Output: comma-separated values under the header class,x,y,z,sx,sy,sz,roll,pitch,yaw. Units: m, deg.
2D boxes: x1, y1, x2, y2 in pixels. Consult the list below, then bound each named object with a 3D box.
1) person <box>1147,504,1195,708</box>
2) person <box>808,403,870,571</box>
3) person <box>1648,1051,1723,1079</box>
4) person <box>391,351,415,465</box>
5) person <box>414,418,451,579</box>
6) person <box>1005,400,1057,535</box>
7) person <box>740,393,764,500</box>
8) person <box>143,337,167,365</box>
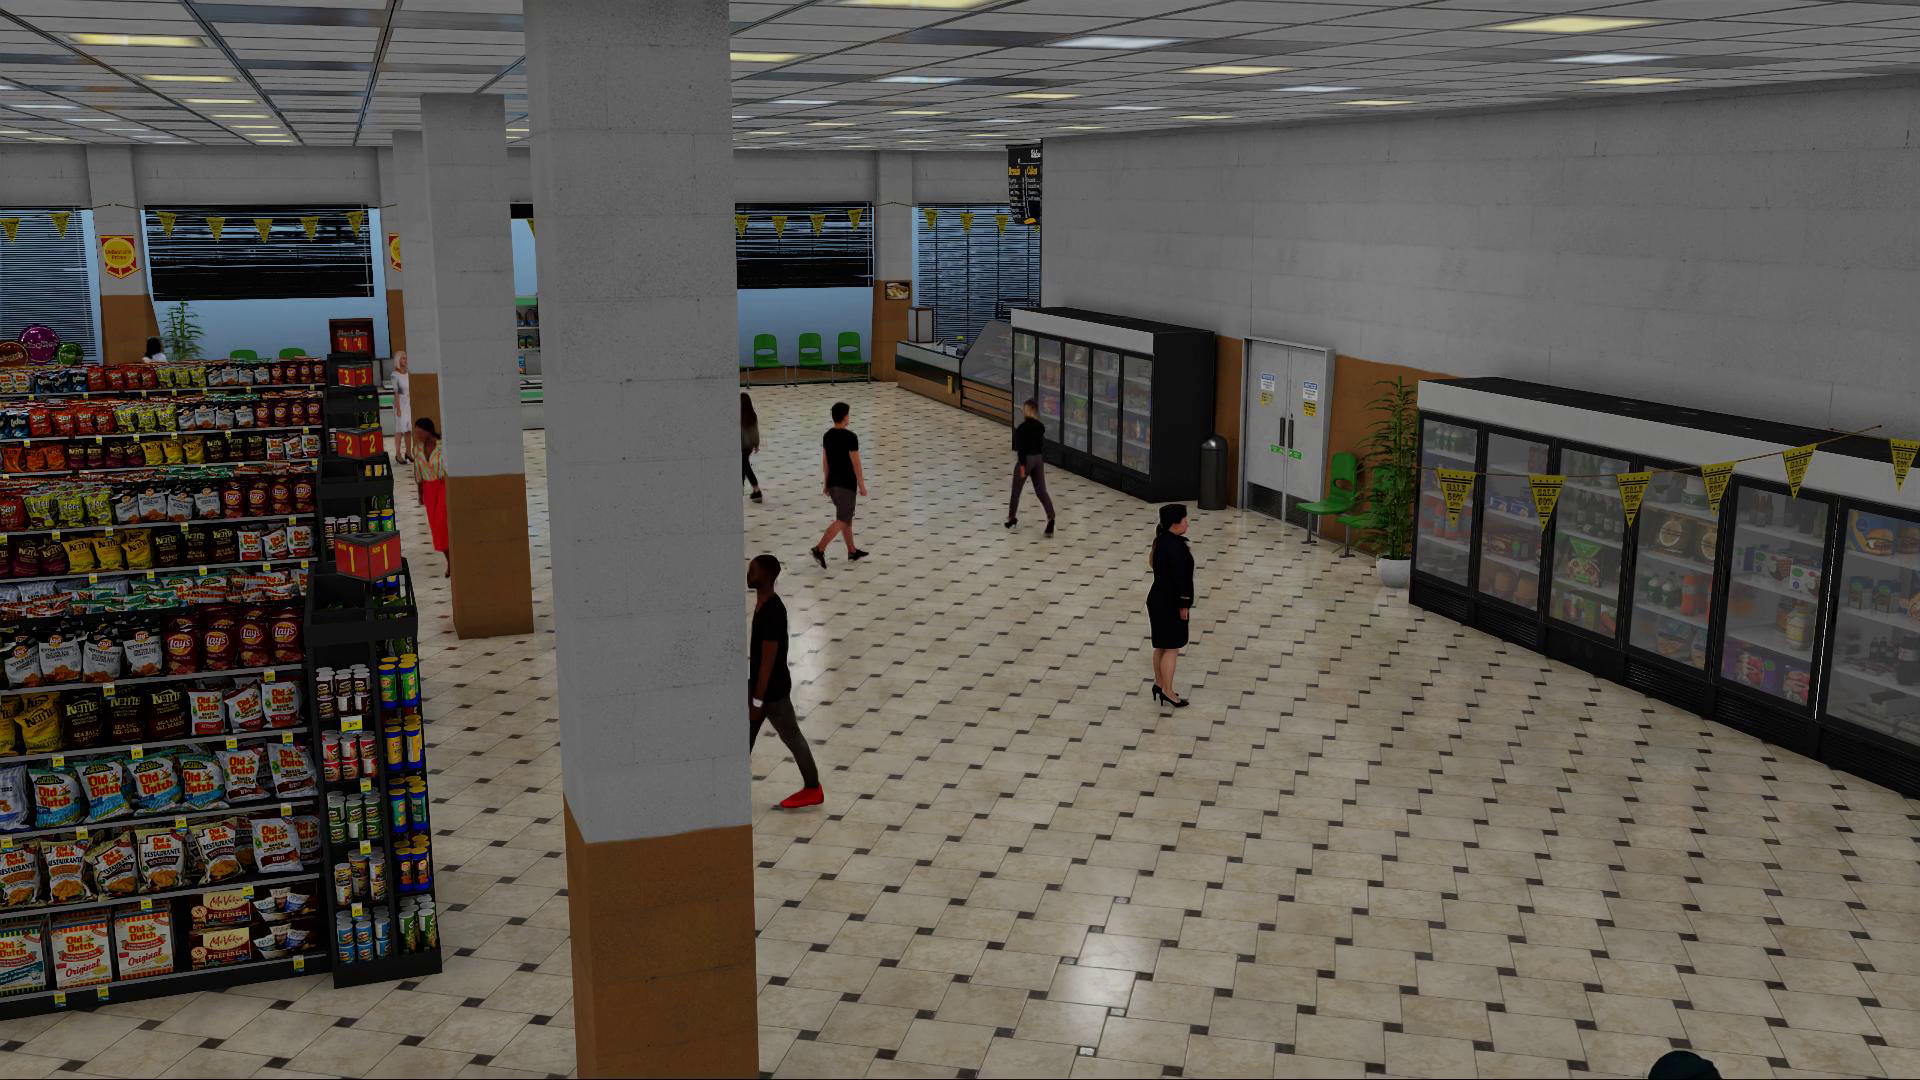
class,x,y,z,sx,sy,sz,roll,pitch,yaw
person,1.721,0.530,13.632,0.665,1.671,0.733,-2,12,-12
person,-1.372,-0.586,18.535,1.276,1.835,0.981,-11,16,-43
person,2.026,2.312,4.816,0.601,1.817,0.784,-8,14,-35
person,-8.617,-2.055,25.720,0.688,1.748,0.645,4,13,18
person,-5.647,-0.455,18.084,0.738,1.763,0.815,0,12,0
person,0.930,-0.821,20.261,1.059,1.583,0.906,-10,15,-39
person,-2.892,-1.247,22.625,0.947,1.443,1.013,11,16,41
person,-13.087,-2.409,27.299,1.131,1.789,1.178,8,14,34
